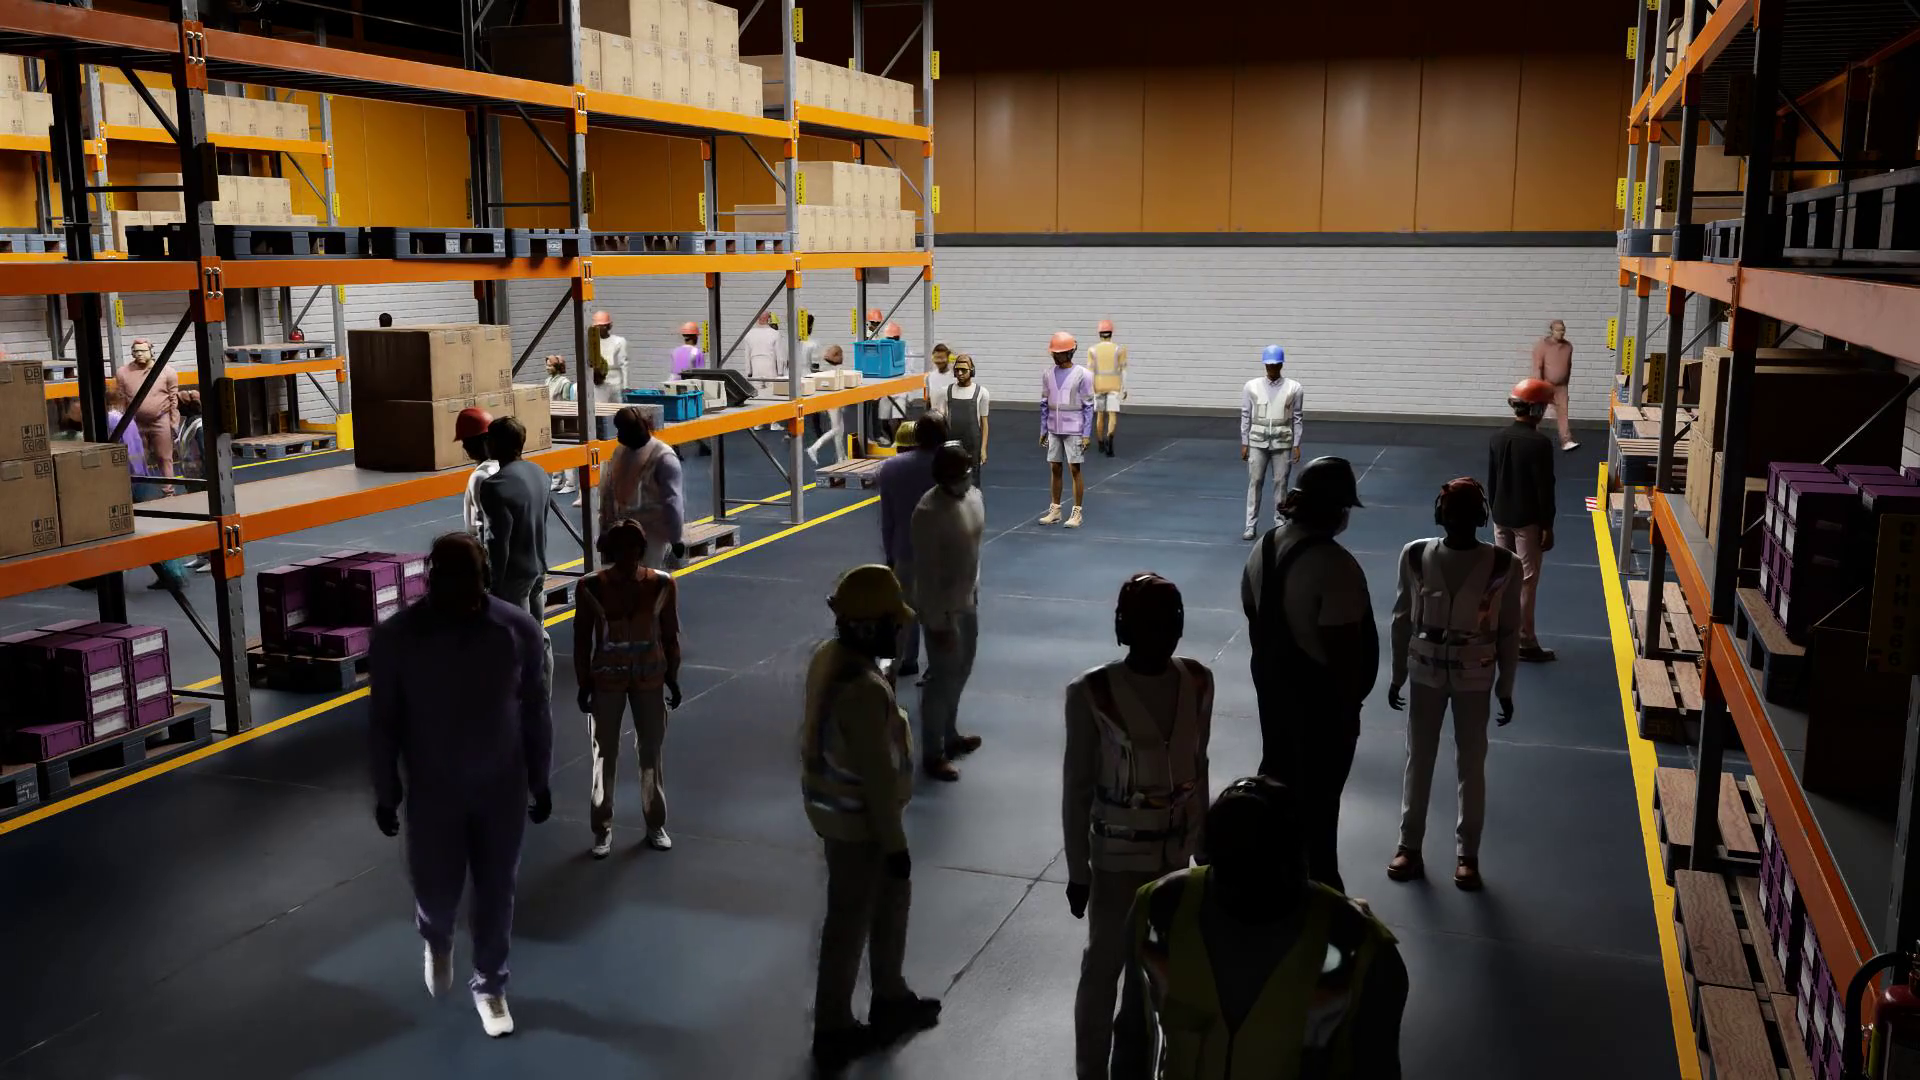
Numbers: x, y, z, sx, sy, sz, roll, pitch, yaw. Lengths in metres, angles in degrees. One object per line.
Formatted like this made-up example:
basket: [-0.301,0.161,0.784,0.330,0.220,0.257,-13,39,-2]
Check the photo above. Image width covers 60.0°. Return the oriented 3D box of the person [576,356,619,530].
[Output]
person: [-3.691,-1.012,17.092,0.508,1.848,0.647,3,11,17]

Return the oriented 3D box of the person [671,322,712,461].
person: [-3.708,-2.028,22.707,0.563,1.896,1.011,7,12,35]

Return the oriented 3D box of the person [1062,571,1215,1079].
person: [0.593,1.031,5.456,0.583,1.882,0.338,-6,12,-30]

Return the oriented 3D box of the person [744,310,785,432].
person: [-3.051,-2.658,26.175,0.652,1.904,0.403,3,11,19]

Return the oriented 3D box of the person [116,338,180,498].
person: [-8.969,-1.279,18.399,0.642,1.909,0.399,-3,10,-16]

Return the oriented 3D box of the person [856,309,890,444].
person: [-1.258,-2.372,24.308,0.382,1.995,0.612,9,14,42]

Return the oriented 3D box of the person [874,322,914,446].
person: [-0.875,-1.945,22.126,0.561,1.917,0.781,3,10,15]

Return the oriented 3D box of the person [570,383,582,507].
person: [-4.114,-1.202,18.552,0.532,1.698,0.319,2,10,12]

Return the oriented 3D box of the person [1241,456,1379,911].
person: [1.562,0.629,7.280,0.537,2.000,0.675,-4,11,-23]

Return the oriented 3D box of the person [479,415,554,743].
person: [-2.632,0.228,9.824,0.372,1.940,0.630,2,10,13]

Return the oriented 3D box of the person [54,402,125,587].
person: [-7.694,-0.400,14.376,0.499,1.580,0.836,4,11,23]

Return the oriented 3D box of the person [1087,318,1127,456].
person: [2.041,-2.129,23.205,0.554,1.910,0.859,2,10,11]

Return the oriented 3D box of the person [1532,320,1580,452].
person: [8.420,-2.174,23.574,0.668,1.855,0.985,-2,10,-13]

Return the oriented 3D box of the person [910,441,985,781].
person: [-0.063,0.371,9.157,0.467,1.893,0.764,5,11,25]

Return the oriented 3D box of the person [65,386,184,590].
person: [-7.119,-0.436,14.062,1.009,1.768,0.649,1,10,4]

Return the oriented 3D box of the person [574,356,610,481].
person: [-3.813,-1.063,17.582,0.533,1.767,0.327,4,11,22]

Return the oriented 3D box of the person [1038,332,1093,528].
person: [1.075,-1.134,17.228,0.611,2.032,0.401,8,13,37]

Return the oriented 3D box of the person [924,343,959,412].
person: [-0.150,-1.309,18.787,0.516,1.840,0.870,2,10,12]

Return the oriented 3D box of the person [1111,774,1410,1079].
person: [0.616,1.388,3.587,0.624,1.836,0.430,4,11,23]

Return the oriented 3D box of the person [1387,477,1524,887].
person: [2.251,0.647,7.620,0.573,1.883,0.355,5,11,25]

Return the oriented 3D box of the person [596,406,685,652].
person: [-2.247,-0.034,11.647,0.606,1.816,0.630,-10,14,-44]

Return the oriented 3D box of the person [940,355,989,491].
person: [0.035,-0.918,16.544,0.508,1.846,0.345,2,10,12]

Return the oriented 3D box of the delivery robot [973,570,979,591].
delivery robot: [-0.127,0.292,13.092,0.477,0.478,0.707,5,11,25]

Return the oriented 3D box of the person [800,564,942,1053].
person: [-0.257,0.974,5.998,0.672,1.806,0.606,-3,10,-15]

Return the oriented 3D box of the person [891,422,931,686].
person: [-0.305,0.090,11.088,0.326,1.767,0.533,-9,14,-42]

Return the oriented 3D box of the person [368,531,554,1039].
person: [-1.839,0.894,6.194,0.664,1.890,0.481,-5,11,-27]

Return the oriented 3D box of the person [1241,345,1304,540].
person: [3.084,-0.958,16.472,0.605,1.948,0.404,2,10,14]

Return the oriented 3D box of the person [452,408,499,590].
person: [-2.940,0.137,10.372,0.385,1.927,0.545,0,10,2]

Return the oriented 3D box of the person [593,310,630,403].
person: [-4.913,-2.157,23.020,0.634,2.020,0.551,0,10,-2]

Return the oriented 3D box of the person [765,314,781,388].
person: [-3.176,-2.926,28.075,0.328,1.767,0.532,-2,10,-13]

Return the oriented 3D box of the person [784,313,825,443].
person: [-2.330,-2.401,24.690,0.605,1.925,0.970,4,11,20]

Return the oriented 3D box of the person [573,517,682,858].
person: [-1.594,0.700,8.002,0.512,1.642,0.311,-3,11,-18]

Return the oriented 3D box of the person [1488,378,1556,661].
person: [3.977,-0.144,11.759,0.376,1.995,0.611,-4,11,-23]

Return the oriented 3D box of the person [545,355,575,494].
person: [-4.730,-1.363,19.620,0.314,1.642,0.514,-9,14,-43]

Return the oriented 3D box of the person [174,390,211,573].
person: [-6.839,-0.529,14.933,0.310,1.638,0.523,-9,13,-41]

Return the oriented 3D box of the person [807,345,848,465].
person: [-1.709,-1.775,22.023,0.675,1.610,0.502,-4,11,-23]

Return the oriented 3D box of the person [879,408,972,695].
person: [-0.246,0.135,10.452,0.645,1.913,0.860,3,10,16]

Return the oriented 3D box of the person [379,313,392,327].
person: [-8.566,-2.439,24.940,0.592,1.913,0.392,-8,13,-37]
